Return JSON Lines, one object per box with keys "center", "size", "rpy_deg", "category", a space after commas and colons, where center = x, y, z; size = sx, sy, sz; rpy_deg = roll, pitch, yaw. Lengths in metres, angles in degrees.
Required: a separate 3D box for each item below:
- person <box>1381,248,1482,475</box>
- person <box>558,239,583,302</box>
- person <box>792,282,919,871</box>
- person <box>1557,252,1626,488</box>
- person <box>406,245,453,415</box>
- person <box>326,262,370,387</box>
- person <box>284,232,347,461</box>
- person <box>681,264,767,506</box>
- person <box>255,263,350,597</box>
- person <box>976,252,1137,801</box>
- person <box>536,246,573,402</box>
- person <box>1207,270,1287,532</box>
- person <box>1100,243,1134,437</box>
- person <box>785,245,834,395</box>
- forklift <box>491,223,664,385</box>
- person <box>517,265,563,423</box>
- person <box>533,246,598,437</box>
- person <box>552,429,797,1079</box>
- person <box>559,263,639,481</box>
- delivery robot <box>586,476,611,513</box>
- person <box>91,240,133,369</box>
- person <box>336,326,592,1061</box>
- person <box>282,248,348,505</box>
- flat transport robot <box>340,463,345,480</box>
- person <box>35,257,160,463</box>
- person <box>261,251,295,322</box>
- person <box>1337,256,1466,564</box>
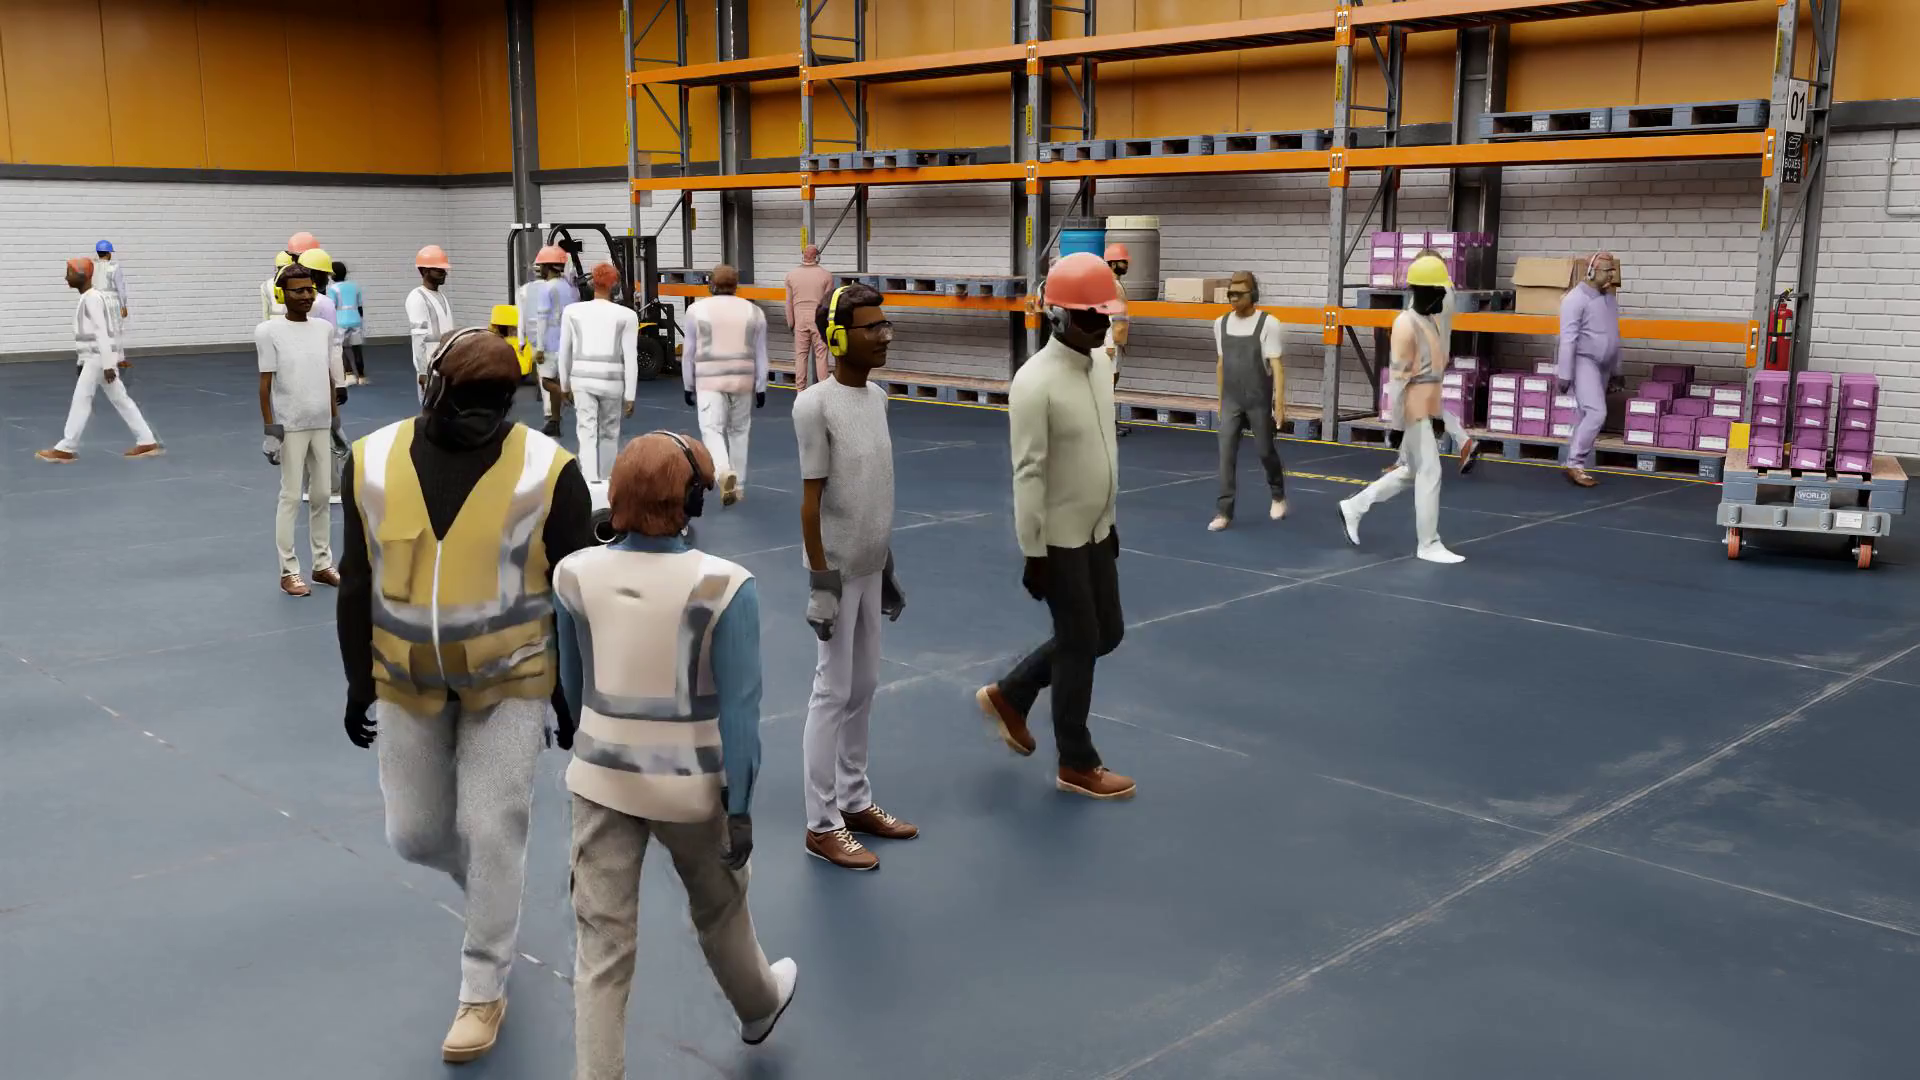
{"center": [3.918, -1.447, 13.763], "size": [0.740, 1.923, 0.639], "rpy_deg": [9, 14, 40], "category": "person"}
{"center": [-6.350, -3.870, 26.847], "size": [0.613, 1.964, 0.361], "rpy_deg": [1, 10, 3], "category": "person"}
{"center": [-0.337, 0.111, 5.395], "size": [0.329, 1.877, 0.507], "rpy_deg": [5, 11, 24], "category": "person"}
{"center": [5.127, -1.361, 13.395], "size": [0.647, 1.891, 0.507], "rpy_deg": [-10, 14, -42], "category": "person"}
{"center": [-4.293, -1.438, 13.664], "size": [0.360, 1.936, 0.552], "rpy_deg": [1, 10, 6], "category": "person"}
{"center": [-8.166, -2.879, 22.277], "size": [0.341, 1.677, 0.681], "rpy_deg": [8, 13, 36], "category": "person"}
{"center": [-5.817, -1.724, 14.927], "size": [0.365, 2.048, 0.608], "rpy_deg": [-9, 14, -40], "category": "person"}
{"center": [-1.751, -1.157, 12.481], "size": [0.649, 1.818, 0.739], "rpy_deg": [-4, 11, -20], "category": "person"}
{"center": [-3.706, -0.625, 9.429], "size": [0.310, 1.867, 0.538], "rpy_deg": [6, 12, 31], "category": "person"}
{"center": [0.341, -0.036, 5.940], "size": [0.606, 1.966, 0.642], "rpy_deg": [6, 12, 29], "category": "person"}
{"center": [-4.810, -2.577, 20.016], "size": [0.988, 1.882, 0.568], "rpy_deg": [8, 13, 36], "category": "person"}
{"center": [2.054, -0.981, 11.592], "size": [0.539, 1.806, 0.912], "rpy_deg": [7, 13, 34], "category": "person"}
{"center": [1.568, -2.020, 16.829], "size": [0.353, 1.942, 0.545], "rpy_deg": [3, 11, 16], "category": "person"}
{"center": [-1.836, -2.711, 20.700], "size": [0.652, 1.904, 0.403], "rpy_deg": [2, 11, 12], "category": "person"}
{"center": [-5.316, -3.263, 22.920], "size": [2.313, 2.155, 1.214], "rpy_deg": [-10, 14, -44], "category": "forklift"}
{"center": [-4.437, -2.192, 18.132], "size": [0.628, 1.808, 0.726], "rpy_deg": [3, 11, 15], "category": "person"}
{"center": [-3.971, -1.959, 16.575], "size": [0.703, 1.915, 0.556], "rpy_deg": [2, 11, 12], "category": "person"}
{"center": [-0.649, 0.545, 3.780], "size": [0.524, 1.585, 0.886], "rpy_deg": [3, 11, 14], "category": "person"}
{"center": [-2.642, -1.108, 12.184], "size": [0.596, 1.828, 1.038], "rpy_deg": [-2, 11, -9], "category": "person"}
{"center": [-2.116, -0.288, 10.900], "size": [0.707, 0.478, 0.477], "rpy_deg": [-4, 11, -17], "category": "delivery robot"}
{"center": [-12.925, -3.563, 25.224], "size": [0.615, 1.945, 0.405], "rpy_deg": [1, 10, 5], "category": "person"}
{"center": [-1.244, 0.353, 4.265], "size": [0.633, 1.808, 0.642], "rpy_deg": [0, 10, 2], "category": "person"}
{"center": [-4.827, -1.224, 12.541], "size": [0.586, 1.923, 0.371], "rpy_deg": [7, 12, 33], "category": "person"}
{"center": [-4.162, -0.511, 13.156], "size": [1.431, 0.197, 0.652], "rpy_deg": [6, 12, 29], "category": "flat transport robot"}
{"center": [-7.766, -1.611, 14.923], "size": [1.009, 1.828, 0.596], "rpy_deg": [-5, 12, -26], "category": "person"}
{"center": [-7.890, -2.475, 19.610], "size": [0.592, 1.832, 0.404], "rpy_deg": [1, 10, 4], "category": "person"}
{"center": [2.790, -0.820, 10.405], "size": [0.796, 1.899, 0.590], "rpy_deg": [6, 12, 28], "category": "person"}
